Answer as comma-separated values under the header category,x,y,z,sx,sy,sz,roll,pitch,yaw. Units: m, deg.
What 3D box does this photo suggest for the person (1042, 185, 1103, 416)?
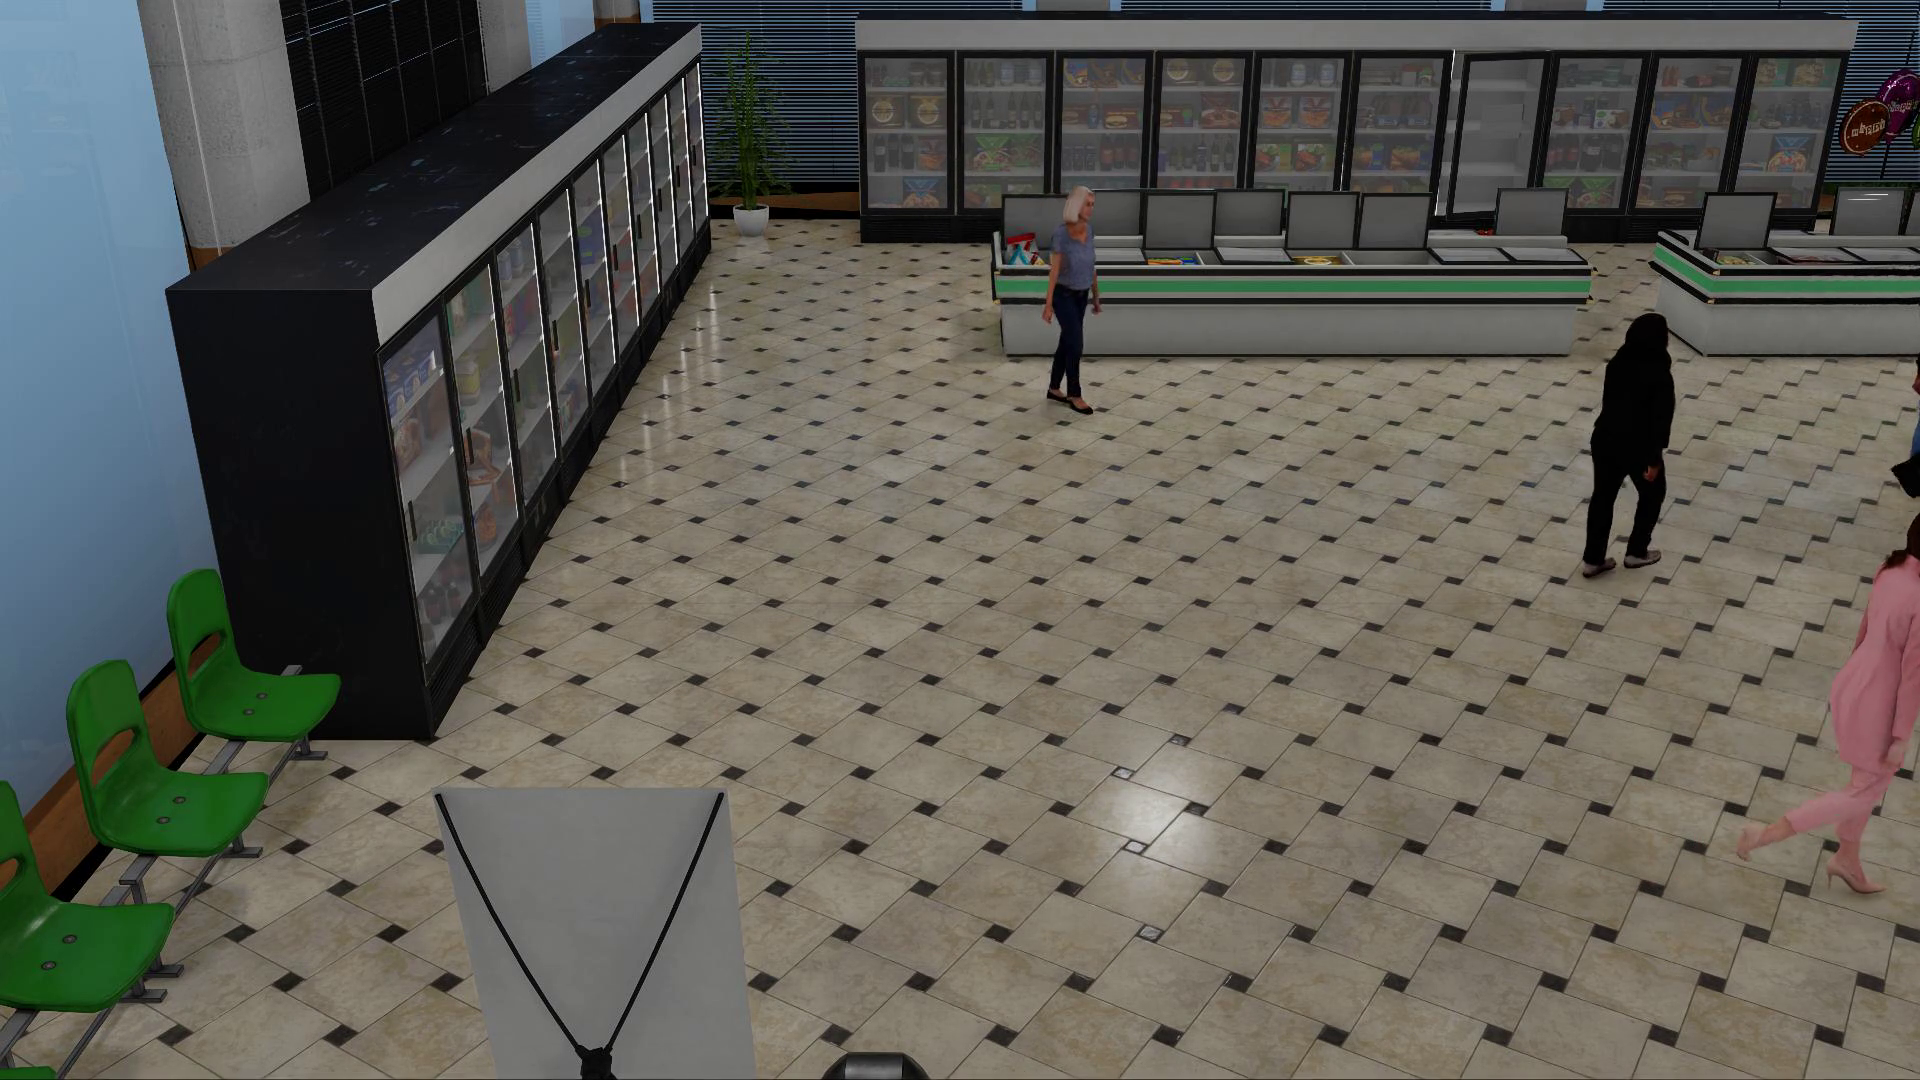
category,x,y,z,sx,sy,sz,roll,pitch,yaw
person,0.773,-1.845,12.660,0.932,1.700,0.871,22,32,40

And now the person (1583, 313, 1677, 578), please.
category,x,y,z,sx,sy,sz,roll,pitch,yaw
person,3.861,-0.516,9.749,0.930,1.599,0.862,-14,27,-29

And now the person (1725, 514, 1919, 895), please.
category,x,y,z,sx,sy,sz,roll,pitch,yaw
person,3.616,0.702,6.747,0.960,1.774,0.702,0,24,0
